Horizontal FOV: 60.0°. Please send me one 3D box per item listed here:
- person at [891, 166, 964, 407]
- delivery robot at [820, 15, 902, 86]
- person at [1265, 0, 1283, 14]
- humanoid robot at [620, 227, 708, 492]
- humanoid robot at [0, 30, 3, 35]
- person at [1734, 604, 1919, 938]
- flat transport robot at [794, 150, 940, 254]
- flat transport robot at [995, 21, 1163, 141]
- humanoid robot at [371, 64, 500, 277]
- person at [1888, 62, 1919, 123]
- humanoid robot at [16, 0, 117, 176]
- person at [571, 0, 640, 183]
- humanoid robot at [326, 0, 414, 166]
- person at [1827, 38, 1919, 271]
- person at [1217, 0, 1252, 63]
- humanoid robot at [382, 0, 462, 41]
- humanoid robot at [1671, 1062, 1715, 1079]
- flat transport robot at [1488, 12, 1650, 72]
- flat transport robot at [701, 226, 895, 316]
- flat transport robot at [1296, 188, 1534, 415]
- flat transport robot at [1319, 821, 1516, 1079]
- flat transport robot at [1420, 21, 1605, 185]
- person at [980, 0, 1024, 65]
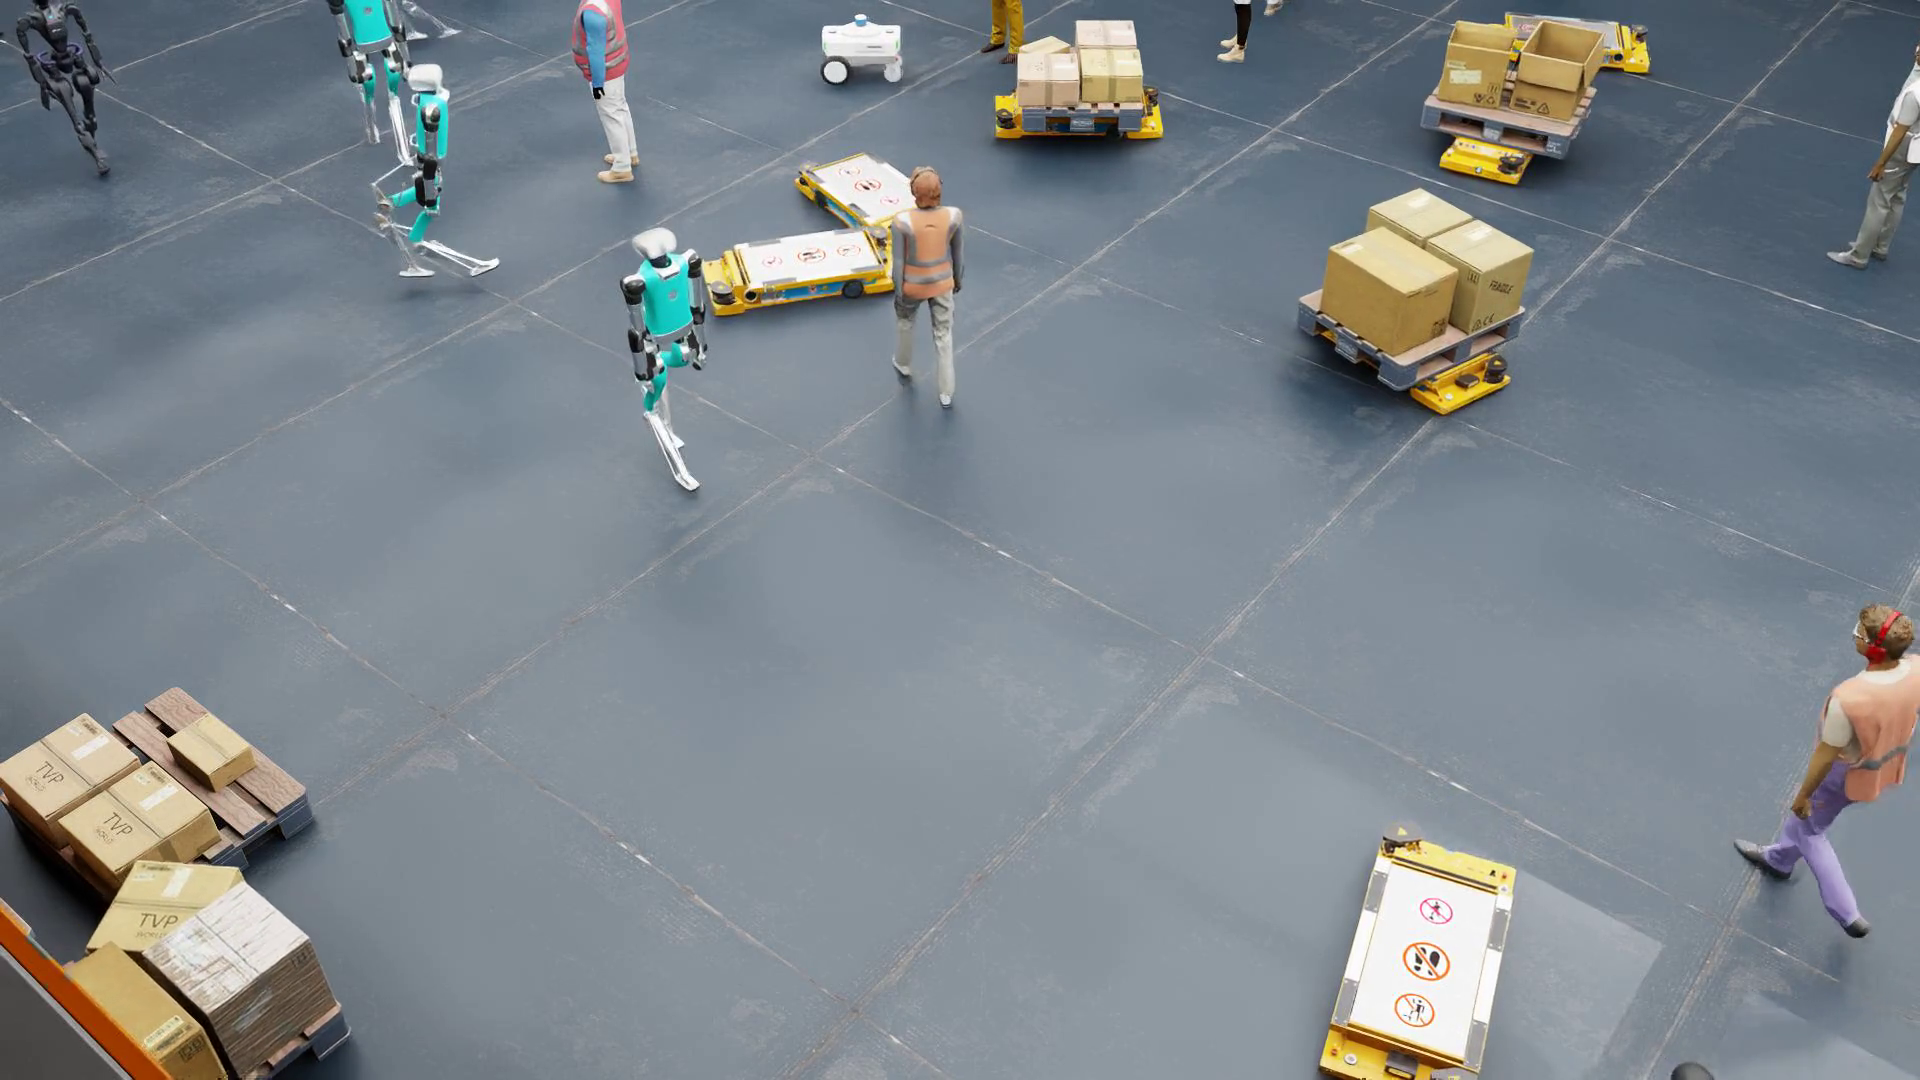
[{"bbox_3d":[-0.217,-1.706,11.063,0.520,1.593,0.729,-11,42,-13],"label":"person"},{"bbox_3d":[-0.912,-4.468,15.111,0.774,0.592,0.499,0,40,0],"label":"delivery robot"},{"bbox_3d":[3.247,-6.098,16.044,0.592,1.837,0.958,18,44,20],"label":"person"},{"bbox_3d":[-1.881,-1.187,10.348,0.542,1.781,0.895,-30,48,-30],"label":"humanoid robot"},{"bbox_3d":[-9.382,-5.412,15.347,0.599,1.657,0.315,-18,43,-20],"label":"humanoid robot"},{"bbox_3d":[4.103,1.091,7.604,0.589,1.814,0.714,-22,45,-24],"label":"person"},{"bbox_3d":[-0.680,-2.696,13.250,0.659,0.231,1.431,-24,46,-26],"label":"flat transport robot"},{"bbox_3d":[1.025,-3.718,14.451,1.431,0.231,0.659,0,40,0],"label":"flat transport robot"},{"bbox_3d":[-3.927,-2.560,11.941,0.977,1.716,0.545,-7,41,-8],"label":"humanoid robot"},{"bbox_3d":[8.283,-4.205,13.898,0.321,1.730,0.489,-8,41,-9],"label":"person"},{"bbox_3d":[-7.170,-3.769,13.447,0.765,1.633,0.593,32,50,32],"label":"humanoid robot"},{"bbox_3d":[-2.860,-3.772,13.314,0.431,1.835,0.628,0,40,0],"label":"person"},{"bbox_3d":[-4.839,-3.931,13.615,0.548,1.836,0.861,-23,45,-25],"label":"humanoid robot"},{"bbox_3d":[6.927,-2.834,12.205,0.566,1.834,0.406,-27,47,-28],"label":"person"},{"bbox_3d":[2.571,-5.190,15.080,0.318,1.696,0.534,9,41,11],"label":"person"},{"bbox_3d":[-5.126,-5.350,15.258,0.843,1.793,0.539,-17,43,-19],"label":"humanoid robot"},{"bbox_3d":[2.456,2.422,6.157,0.596,1.640,0.519,-11,42,-12],"label":"humanoid robot"},{"bbox_3d":[5.678,-4.651,15.549,1.431,0.231,0.659,9,41,10],"label":"flat transport robot"},{"bbox_3d":[-1.185,-2.019,12.453,1.431,0.231,0.659,-10,41,-12],"label":"flat transport robot"},{"bbox_3d":[3.112,-1.390,11.713,0.659,0.231,1.431,-24,46,-26],"label":"flat transport robot"},{"bbox_3d":[2.166,1.965,7.767,0.659,0.231,1.431,15,43,17],"label":"flat transport robot"},{"bbox_3d":[4.624,-3.467,14.157,0.659,0.231,1.431,20,44,22],"label":"flat transport robot"},{"bbox_3d":[0.400,-5.209,15.066,0.344,1.750,0.528,-25,46,-26],"label":"person"}]
